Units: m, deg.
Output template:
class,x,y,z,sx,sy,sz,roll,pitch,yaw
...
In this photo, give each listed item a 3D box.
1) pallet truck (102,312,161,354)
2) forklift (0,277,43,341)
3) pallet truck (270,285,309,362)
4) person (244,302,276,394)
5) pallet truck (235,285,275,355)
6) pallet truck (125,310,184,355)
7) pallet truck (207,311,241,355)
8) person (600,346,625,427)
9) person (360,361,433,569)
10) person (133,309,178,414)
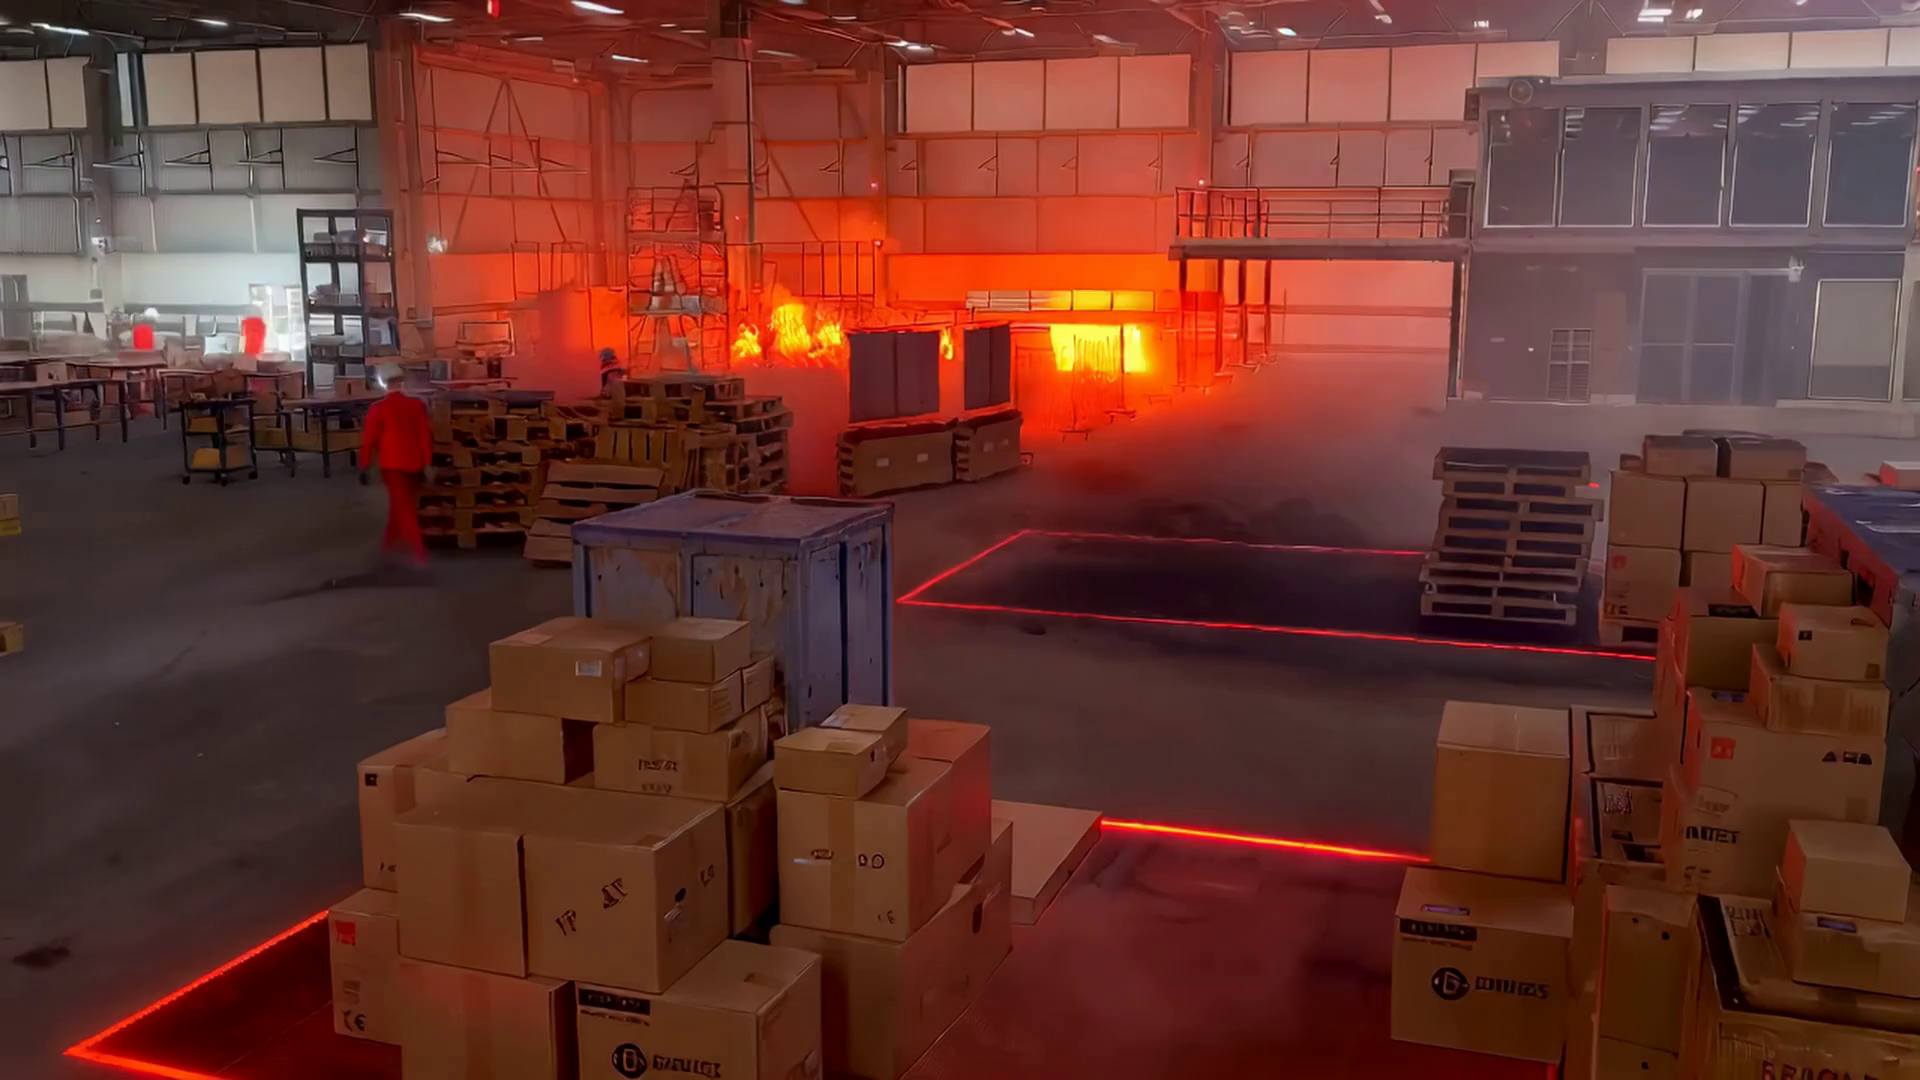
class,x,y,z,sx,sy,sz,roll,pitch,yaw
pallet truck,-23.057,-5.777,46.261,0.680,1.201,1.601,3,11,19
forklift,-27.151,-6.329,46.328,1.157,1.987,2.680,3,11,17
pallet truck,-17.147,-5.700,43.663,0.823,1.965,1.885,3,11,17
person,-13.222,-3.493,31.328,0.693,1.976,0.955,8,13,37
pallet truck,-18.327,-5.835,44.421,0.823,1.965,1.885,4,11,23
pallet truck,-22.038,-5.665,45.457,0.704,1.261,1.522,3,11,17
pallet truck,-19.537,-5.575,44.913,0.653,1.274,1.630,3,11,19
person,-4.469,-1.616,21.384,0.318,1.740,0.488,3,11,19
person,-5.372,-0.719,15.773,1.011,1.937,0.644,7,12,34
person,-14.647,-3.250,30.198,0.570,1.870,0.986,6,12,31
